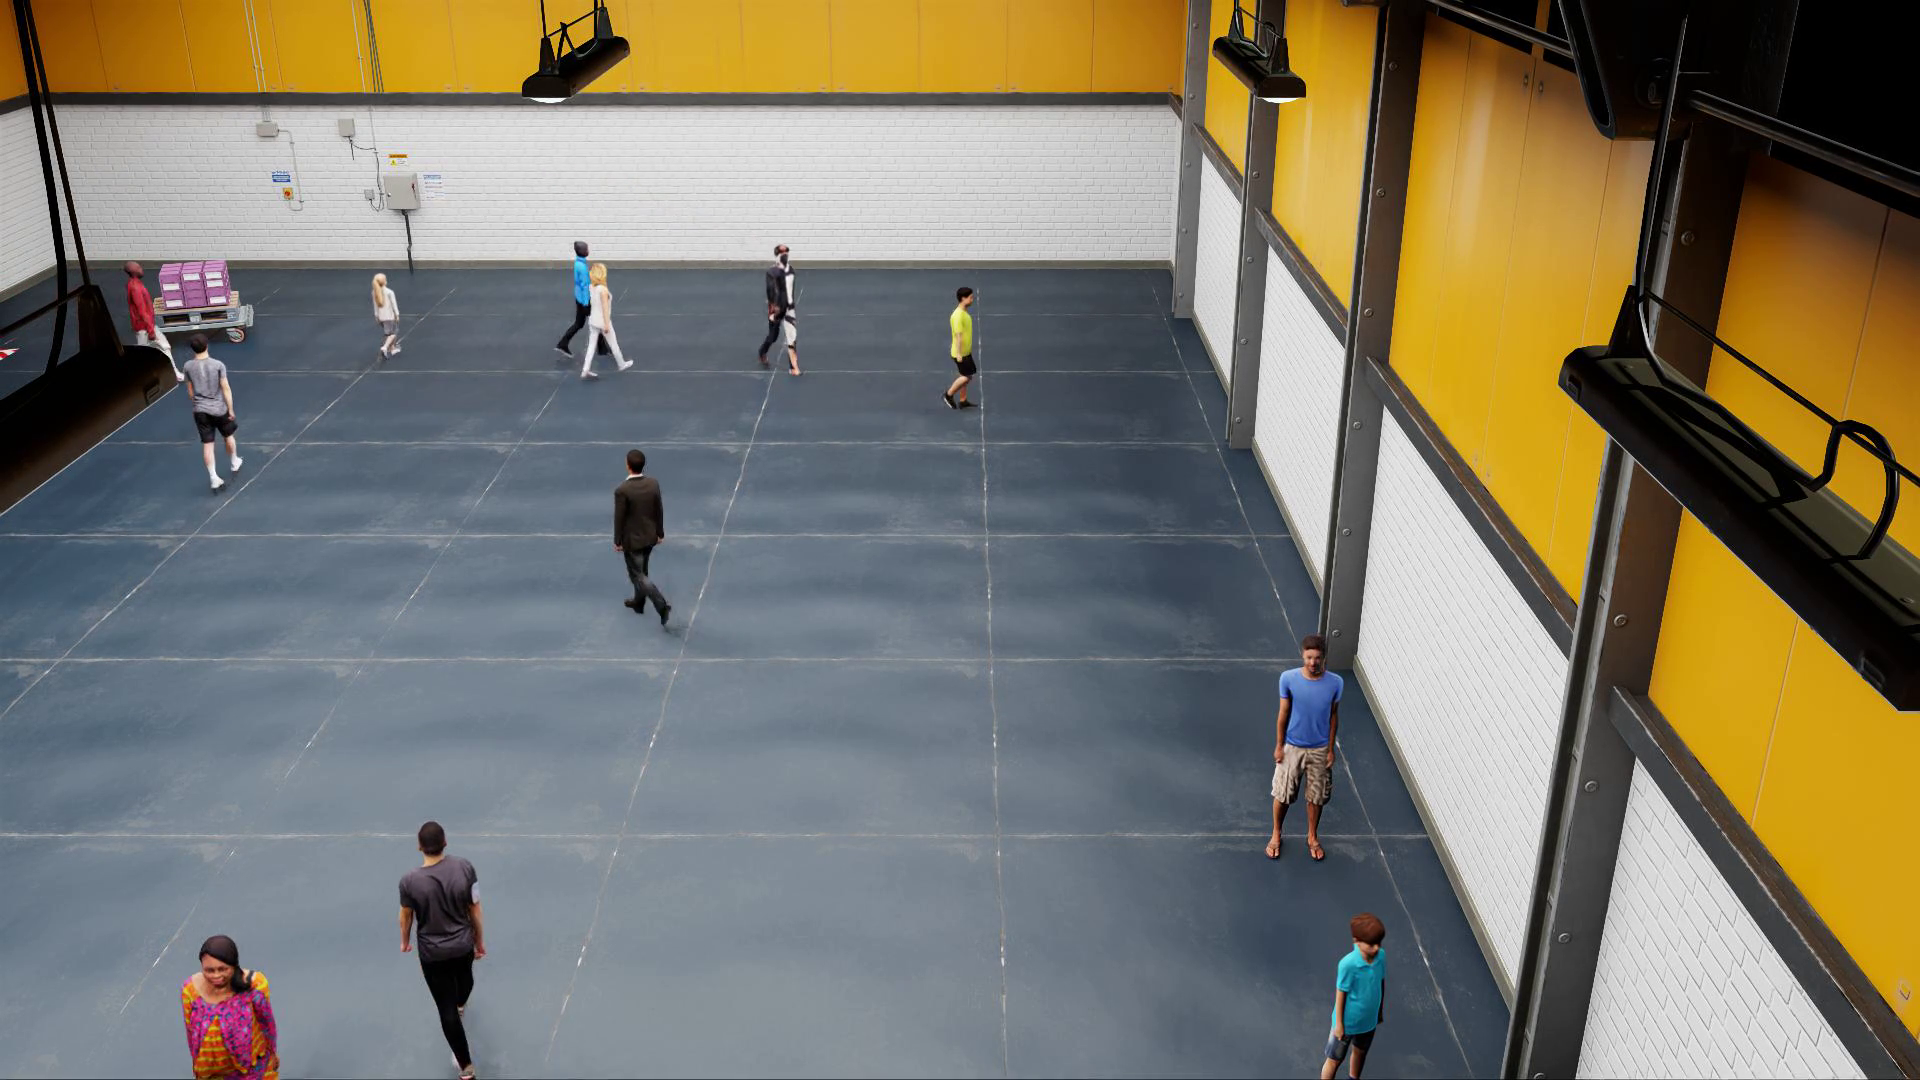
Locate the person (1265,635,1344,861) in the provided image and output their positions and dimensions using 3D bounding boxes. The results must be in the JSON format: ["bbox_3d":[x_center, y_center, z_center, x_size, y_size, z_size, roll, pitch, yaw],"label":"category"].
[{"bbox_3d":[2.640,1.560,12.712,0.653,1.863,0.571,2,24,4],"label":"person"}]

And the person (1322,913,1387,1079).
[{"bbox_3d":[2.421,2.887,10.194,0.585,1.447,0.605,-13,27,-27],"label":"person"}]

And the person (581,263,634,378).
[{"bbox_3d":[-5.190,-3.079,23.622,1.057,1.625,1.155,20,31,38],"label":"person"}]

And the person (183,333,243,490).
[{"bbox_3d":[-8.925,-1.496,19.746,0.774,1.829,1.192,-3,24,-6],"label":"person"}]

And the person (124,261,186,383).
[{"bbox_3d":[-11.449,-2.970,23.165,1.043,1.791,1.208,-10,25,-21],"label":"person"}]

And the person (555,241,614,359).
[{"bbox_3d":[-5.595,-3.493,24.395,1.003,1.763,1.156,-11,26,-23],"label":"person"}]

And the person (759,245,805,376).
[{"bbox_3d":[-2.616,-3.295,23.819,1.130,1.863,1.246,-18,29,-35],"label":"person"}]

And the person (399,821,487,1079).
[{"bbox_3d":[-3.217,2.619,10.463,1.014,1.723,1.189,-14,27,-30],"label":"person"}]

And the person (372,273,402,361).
[{"bbox_3d":[-8.491,-3.296,24.571,0.647,1.261,0.859,6,24,14],"label":"person"}]

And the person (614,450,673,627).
[{"bbox_3d":[-3.121,-0.005,16.391,1.152,1.783,1.107,21,31,39],"label":"person"}]

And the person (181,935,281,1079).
[{"bbox_3d":[-4.233,2.970,9.746,0.719,1.655,0.914,-4,24,-9],"label":"person"}]

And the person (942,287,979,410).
[{"bbox_3d":[-0.039,-2.555,22.325,0.764,1.702,0.700,4,24,8],"label":"person"}]
